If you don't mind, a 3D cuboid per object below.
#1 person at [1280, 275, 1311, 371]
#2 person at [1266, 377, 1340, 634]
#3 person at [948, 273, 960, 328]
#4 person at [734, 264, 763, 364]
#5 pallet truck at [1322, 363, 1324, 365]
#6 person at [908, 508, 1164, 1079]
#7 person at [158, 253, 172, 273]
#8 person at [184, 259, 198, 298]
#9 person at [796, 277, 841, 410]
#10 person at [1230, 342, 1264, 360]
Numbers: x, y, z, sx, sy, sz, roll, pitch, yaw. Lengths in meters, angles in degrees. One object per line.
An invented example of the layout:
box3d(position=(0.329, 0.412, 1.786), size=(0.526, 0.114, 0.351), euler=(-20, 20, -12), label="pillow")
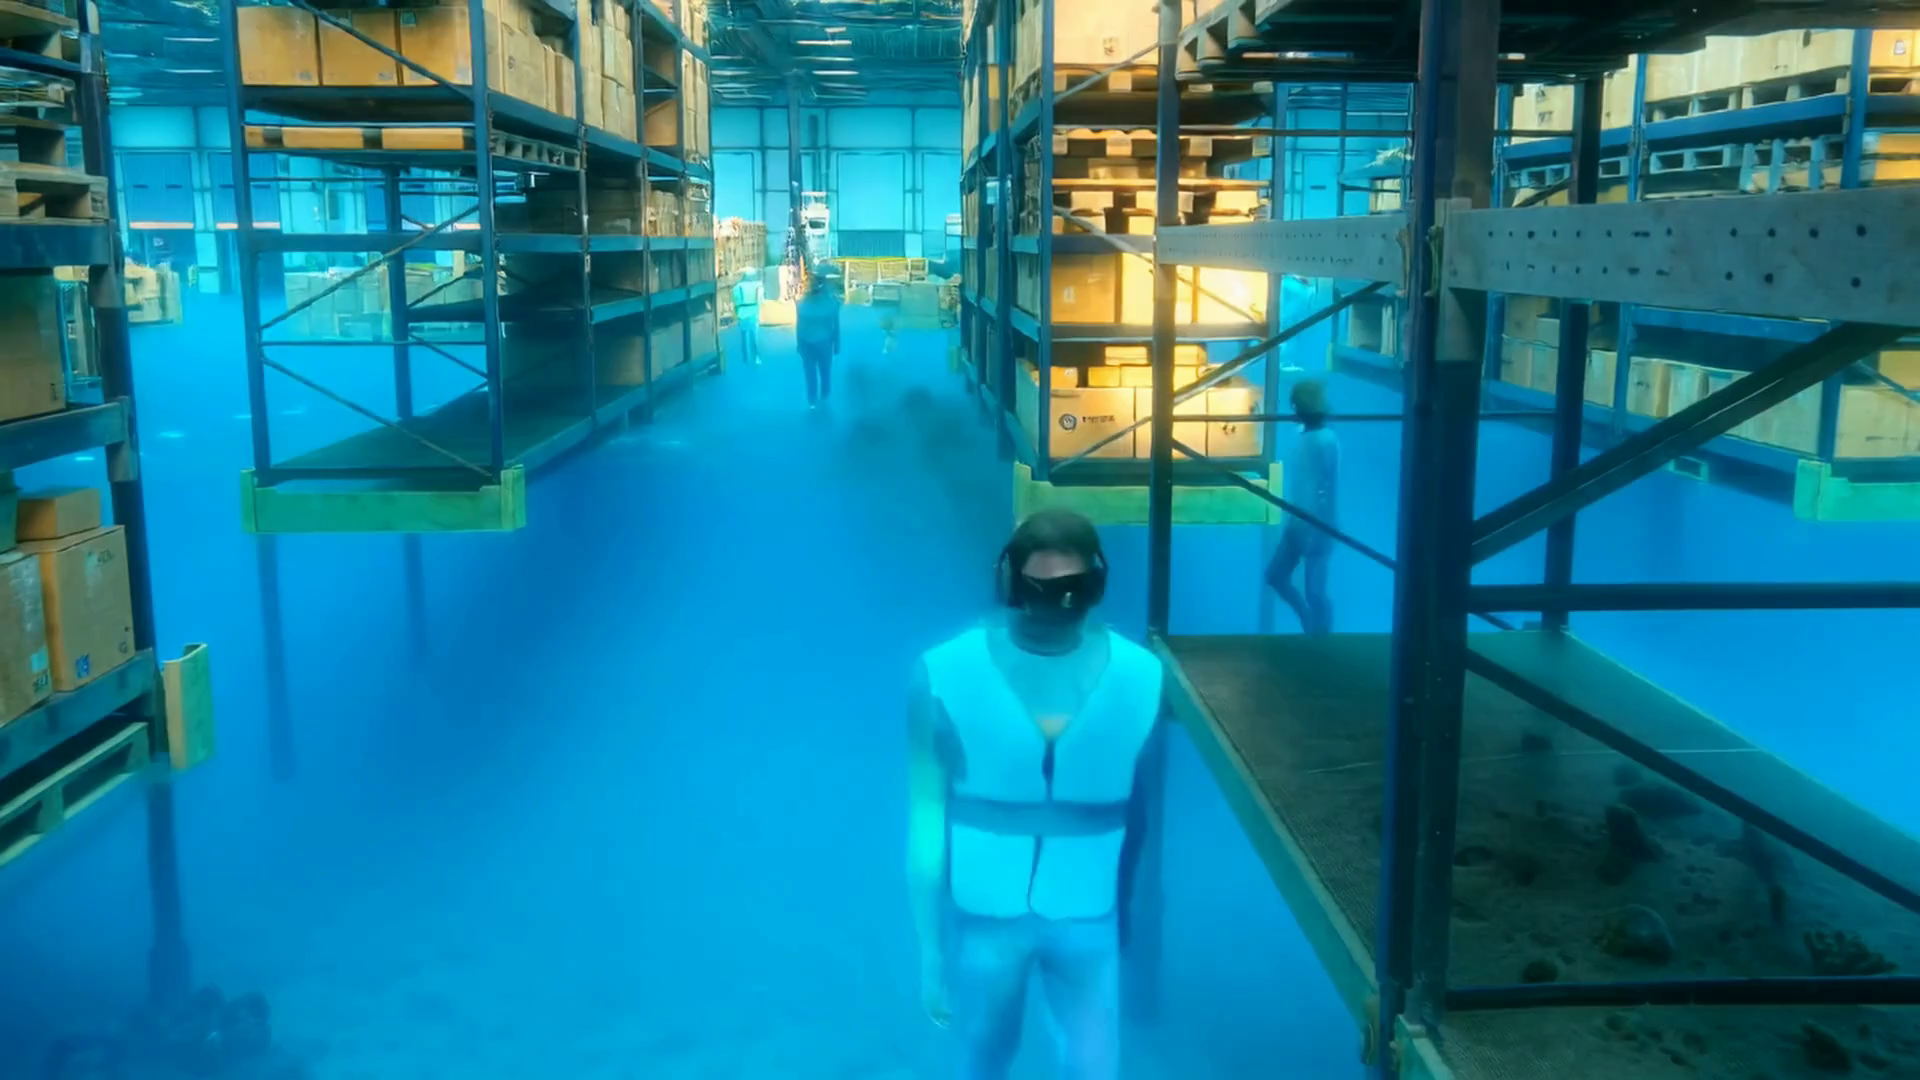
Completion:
box3d(position=(6.084, -4.027, 30.182), size=(0.635, 1.936, 0.354), euler=(-4, 11, -19), label="person")
box3d(position=(1.865, -0.070, 8.995), size=(0.352, 1.617, 0.530), euler=(-1, 10, -8), label="person")
box3d(position=(-0.085, -4.686, 34.537), size=(0.322, 1.690, 0.538), euler=(0, 10, -1), label="person")
box3d(position=(-4.027, -4.304, 31.779), size=(0.561, 1.917, 0.607), euler=(-3, 11, -15), label="person")
box3d(position=(7.712, -4.157, 30.737), size=(1.885, 1.965, 0.823), euler=(3, 11, 16), label="pallet truck")
box3d(position=(0.169, 0.815, 3.618), size=(0.573, 1.793, 0.985), euler=(-1, 10, -7), label="person")
box3d(position=(-32.450, -10.764, 67.844), size=(0.961, 1.904, 0.555), euler=(3, 10, 14), label="person")
box3d(position=(-31.903, -10.862, 69.037), size=(0.543, 1.638, 0.913), euler=(-4, 11, -19), label="person")
box3d(position=(-2.001, -2.799, 23.595), size=(0.650, 1.859, 1.004), euler=(1, 10, 4), label="person")
box3d(position=(5.650, -4.432, 32.383), size=(0.666, 1.951, 0.604), euler=(0, 10, 2), label="person")
